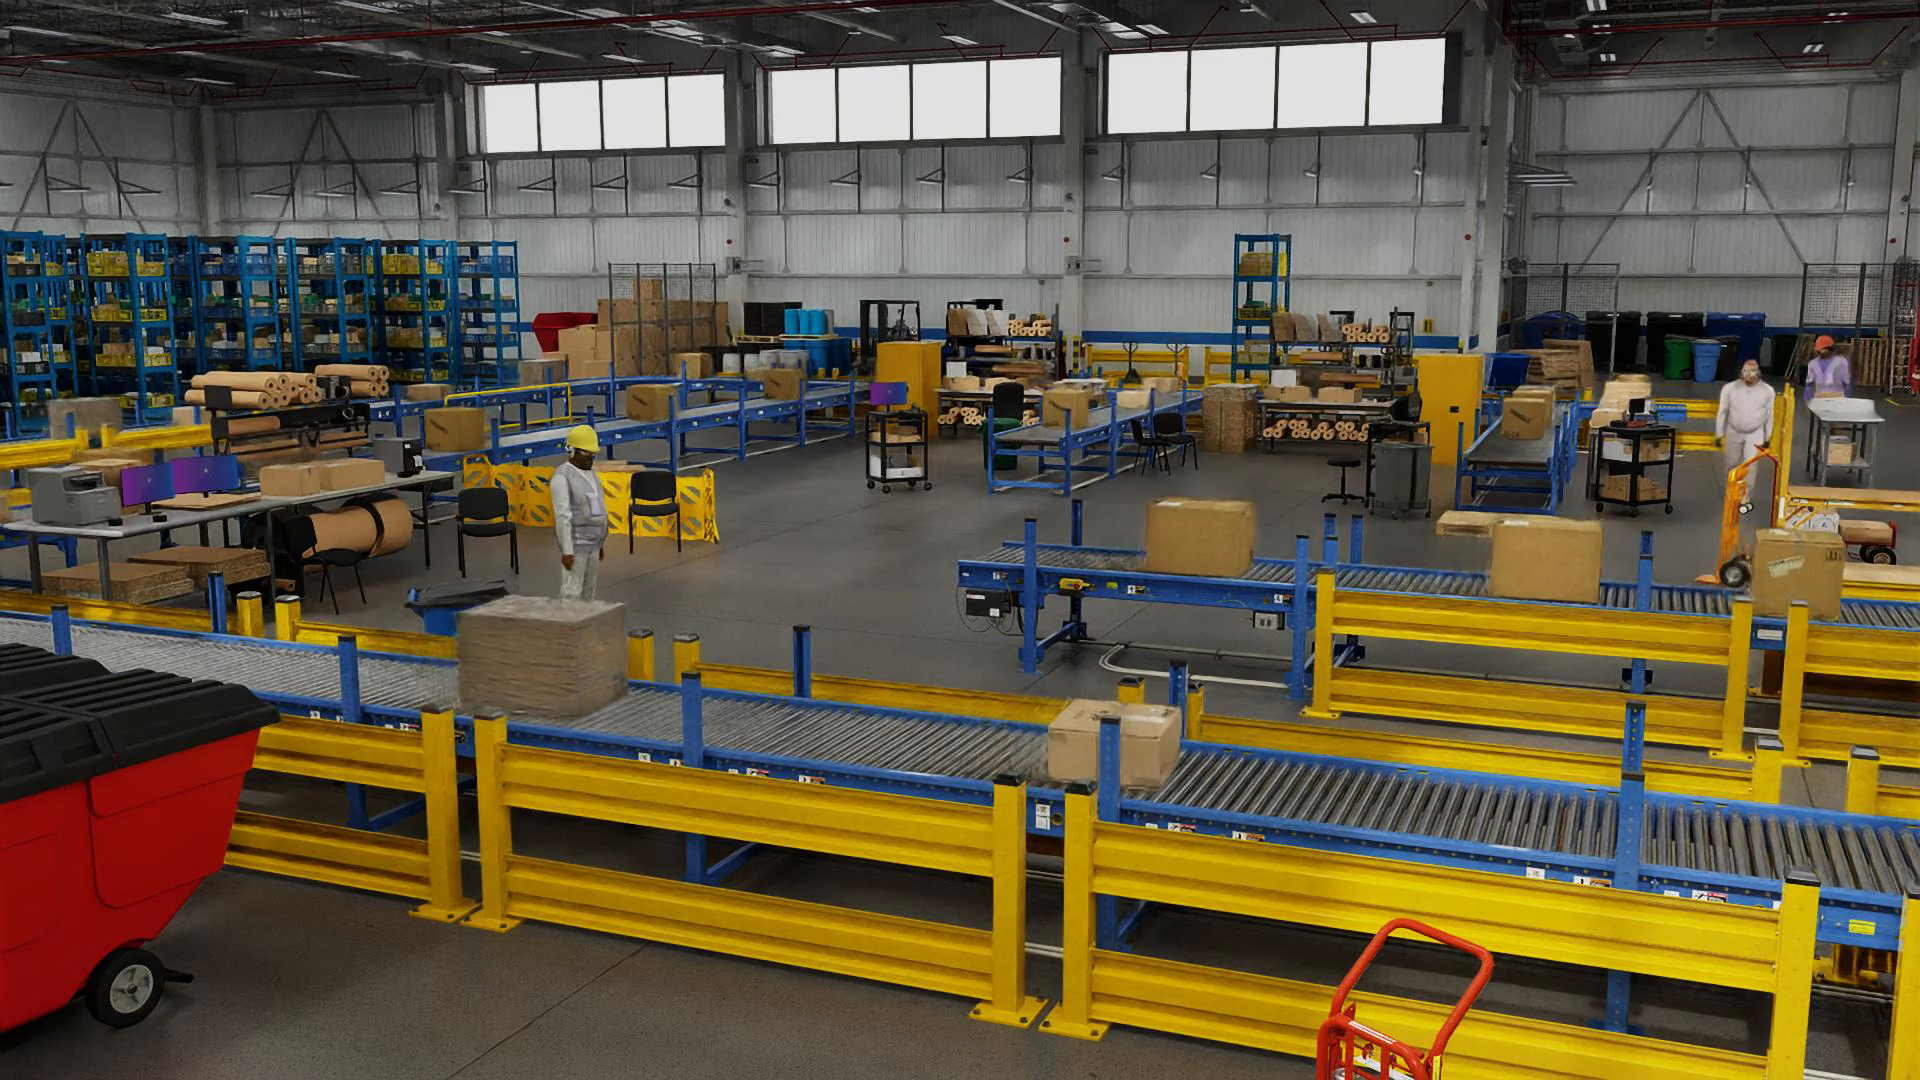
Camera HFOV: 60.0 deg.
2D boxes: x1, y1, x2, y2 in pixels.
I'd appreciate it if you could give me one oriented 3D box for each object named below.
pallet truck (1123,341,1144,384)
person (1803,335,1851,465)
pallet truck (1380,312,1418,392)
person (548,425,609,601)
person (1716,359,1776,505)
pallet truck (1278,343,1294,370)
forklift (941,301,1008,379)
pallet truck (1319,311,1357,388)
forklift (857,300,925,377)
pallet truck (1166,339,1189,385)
[{"bbox_3d":[4.445,-4.380,41.279,0.680,1.201,1.601,4,10,22],"label":"pallet truck"},{"bbox_3d":[13.275,-2.141,25.478,1.086,1.972,0.629,-7,12,-36],"label":"person"},{"bbox_3d":[10.207,-4.283,38.369,0.823,1.965,1.885,3,10,20],"label":"pallet truck"},{"bbox_3d":[-2.896,0.030,12.764,0.403,1.823,0.586,2,10,13],"label":"person"},{"bbox_3d":[9.913,-1.357,21.013,0.649,1.882,0.864,5,10,25],"label":"person"},{"bbox_3d":[7.886,-4.163,39.743,0.653,1.274,1.630,4,10,22],"label":"pallet truck"},{"bbox_3d":[0.365,-4.966,41.571,1.157,1.987,2.680,3,10,20],"label":"forklift"},{"bbox_3d":[9.071,-4.419,39.190,0.823,1.965,1.885,5,10,26],"label":"pallet truck"},{"bbox_3d":[-1.732,-5.109,42.468,1.157,1.987,2.680,4,10,22],"label":"forklift"},{"bbox_3d":[5.418,-4.269,40.420,0.704,1.261,1.522,3,10,20],"label":"pallet truck"}]
